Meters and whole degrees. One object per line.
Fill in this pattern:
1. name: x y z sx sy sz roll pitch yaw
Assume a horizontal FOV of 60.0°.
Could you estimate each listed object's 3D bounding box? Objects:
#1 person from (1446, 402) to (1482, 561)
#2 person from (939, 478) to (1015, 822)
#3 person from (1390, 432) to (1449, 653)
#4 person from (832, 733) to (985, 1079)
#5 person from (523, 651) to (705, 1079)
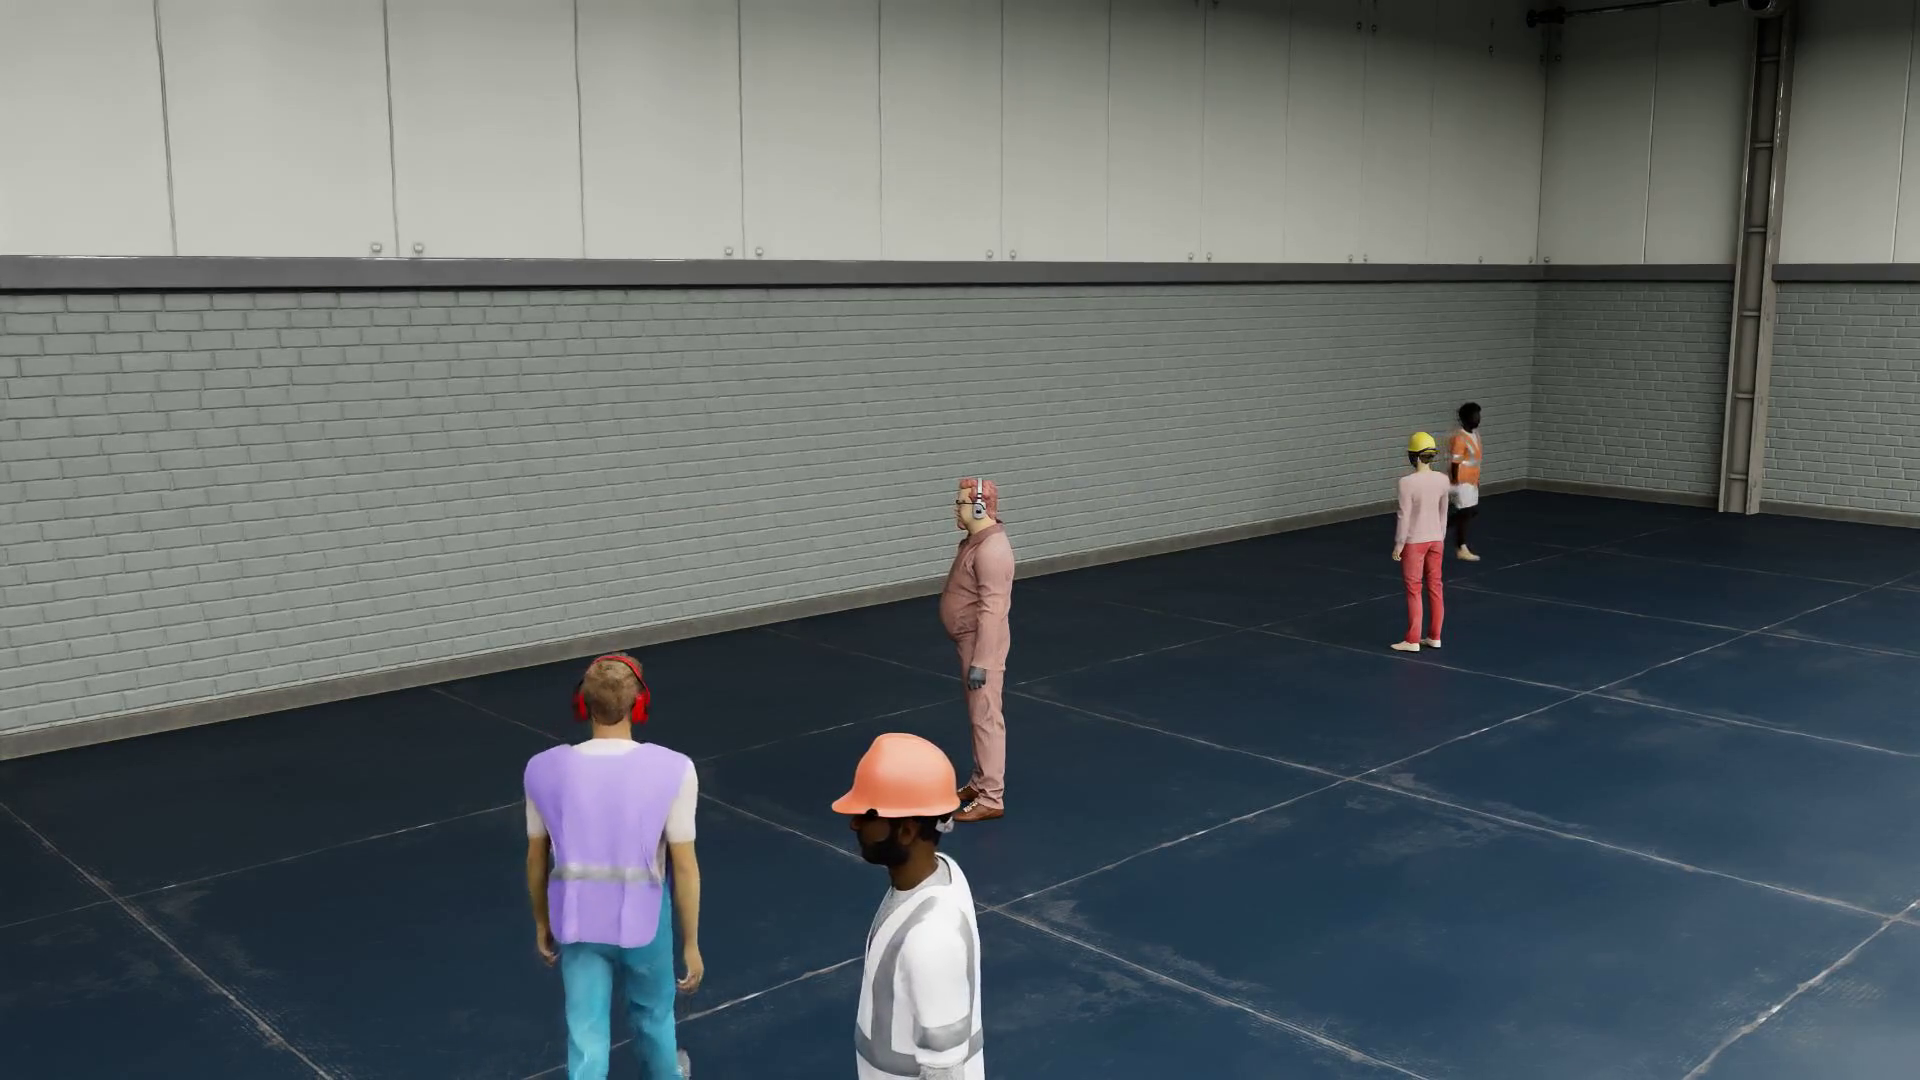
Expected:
1. person: 5.253 -0.627 17.559 0.529 1.678 0.537 7 11 36
2. person: 0.091 0.602 9.252 0.410 1.909 0.643 -1 9 -3
3. person: 3.665 0.021 13.287 0.526 1.769 0.330 -5 10 -27
4. person: -0.120 1.418 4.089 0.369 1.939 0.542 -1 9 -4
5. person: -1.128 1.251 5.536 0.593 1.796 0.935 0 9 0
